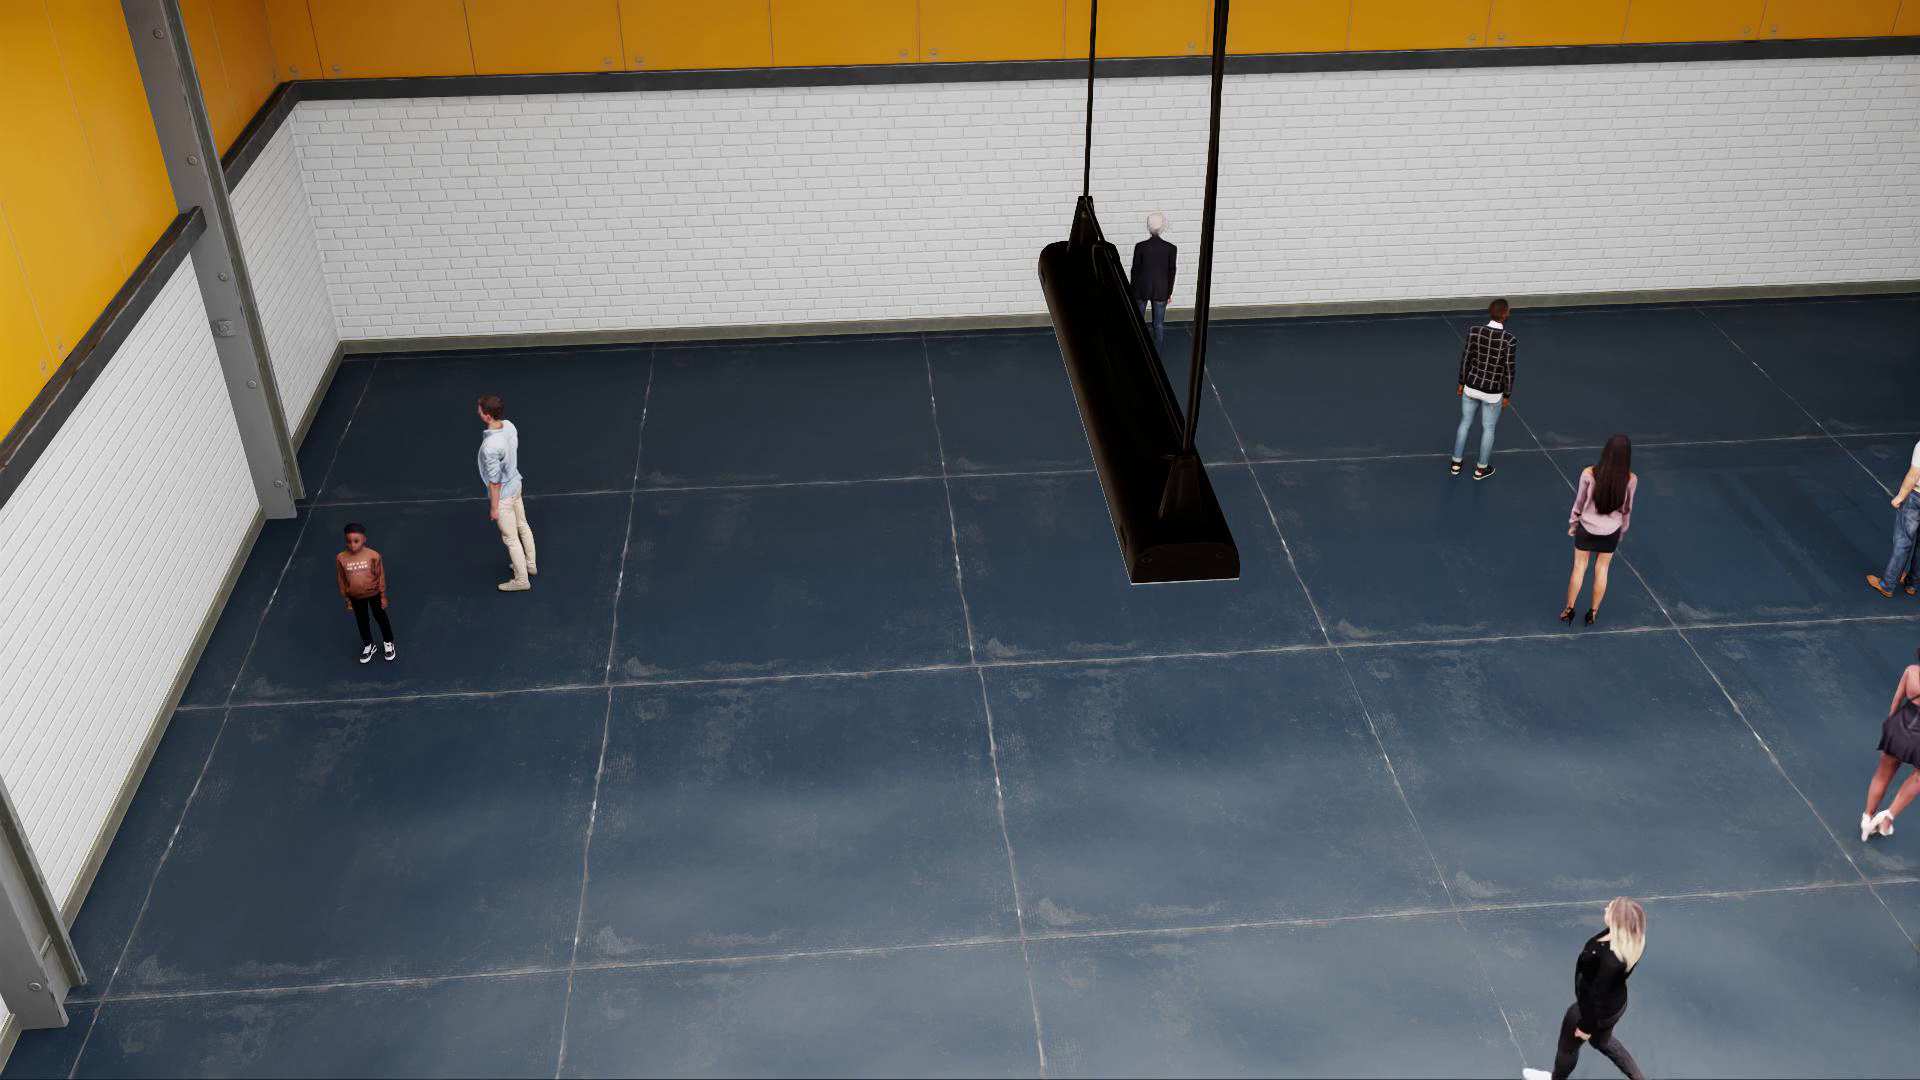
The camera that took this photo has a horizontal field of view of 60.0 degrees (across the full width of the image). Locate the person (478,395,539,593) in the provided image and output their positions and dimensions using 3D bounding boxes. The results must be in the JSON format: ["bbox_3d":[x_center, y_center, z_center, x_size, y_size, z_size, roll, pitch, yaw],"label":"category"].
[{"bbox_3d":[-3.877,-0.410,14.197,0.758,1.848,0.566,4,34,6],"label":"person"}]

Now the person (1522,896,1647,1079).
[{"bbox_3d":[3.782,2.744,9.612,1.062,1.670,1.017,24,40,31],"label":"person"}]

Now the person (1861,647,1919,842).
[{"bbox_3d":[6.522,1.423,11.504,0.767,1.775,0.697,-20,39,-28],"label":"person"}]

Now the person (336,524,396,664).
[{"bbox_3d":[-4.821,0.413,13.494,0.532,1.254,0.506,-5,34,-8],"label":"person"}]

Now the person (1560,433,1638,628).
[{"bbox_3d":[5.262,-0.062,13.708,0.684,1.809,0.649,9,35,13],"label":"person"}]

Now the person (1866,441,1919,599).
[{"bbox_3d":[8.193,-0.346,14.092,0.658,1.856,0.562,-4,34,-6],"label":"person"}]

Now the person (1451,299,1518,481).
[{"bbox_3d":[4.957,-1.429,15.754,0.746,1.820,0.781,21,39,28],"label":"person"}]

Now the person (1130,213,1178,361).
[{"bbox_3d":[1.950,-2.587,17.429,0.759,1.777,0.636,2,34,3],"label":"person"}]
